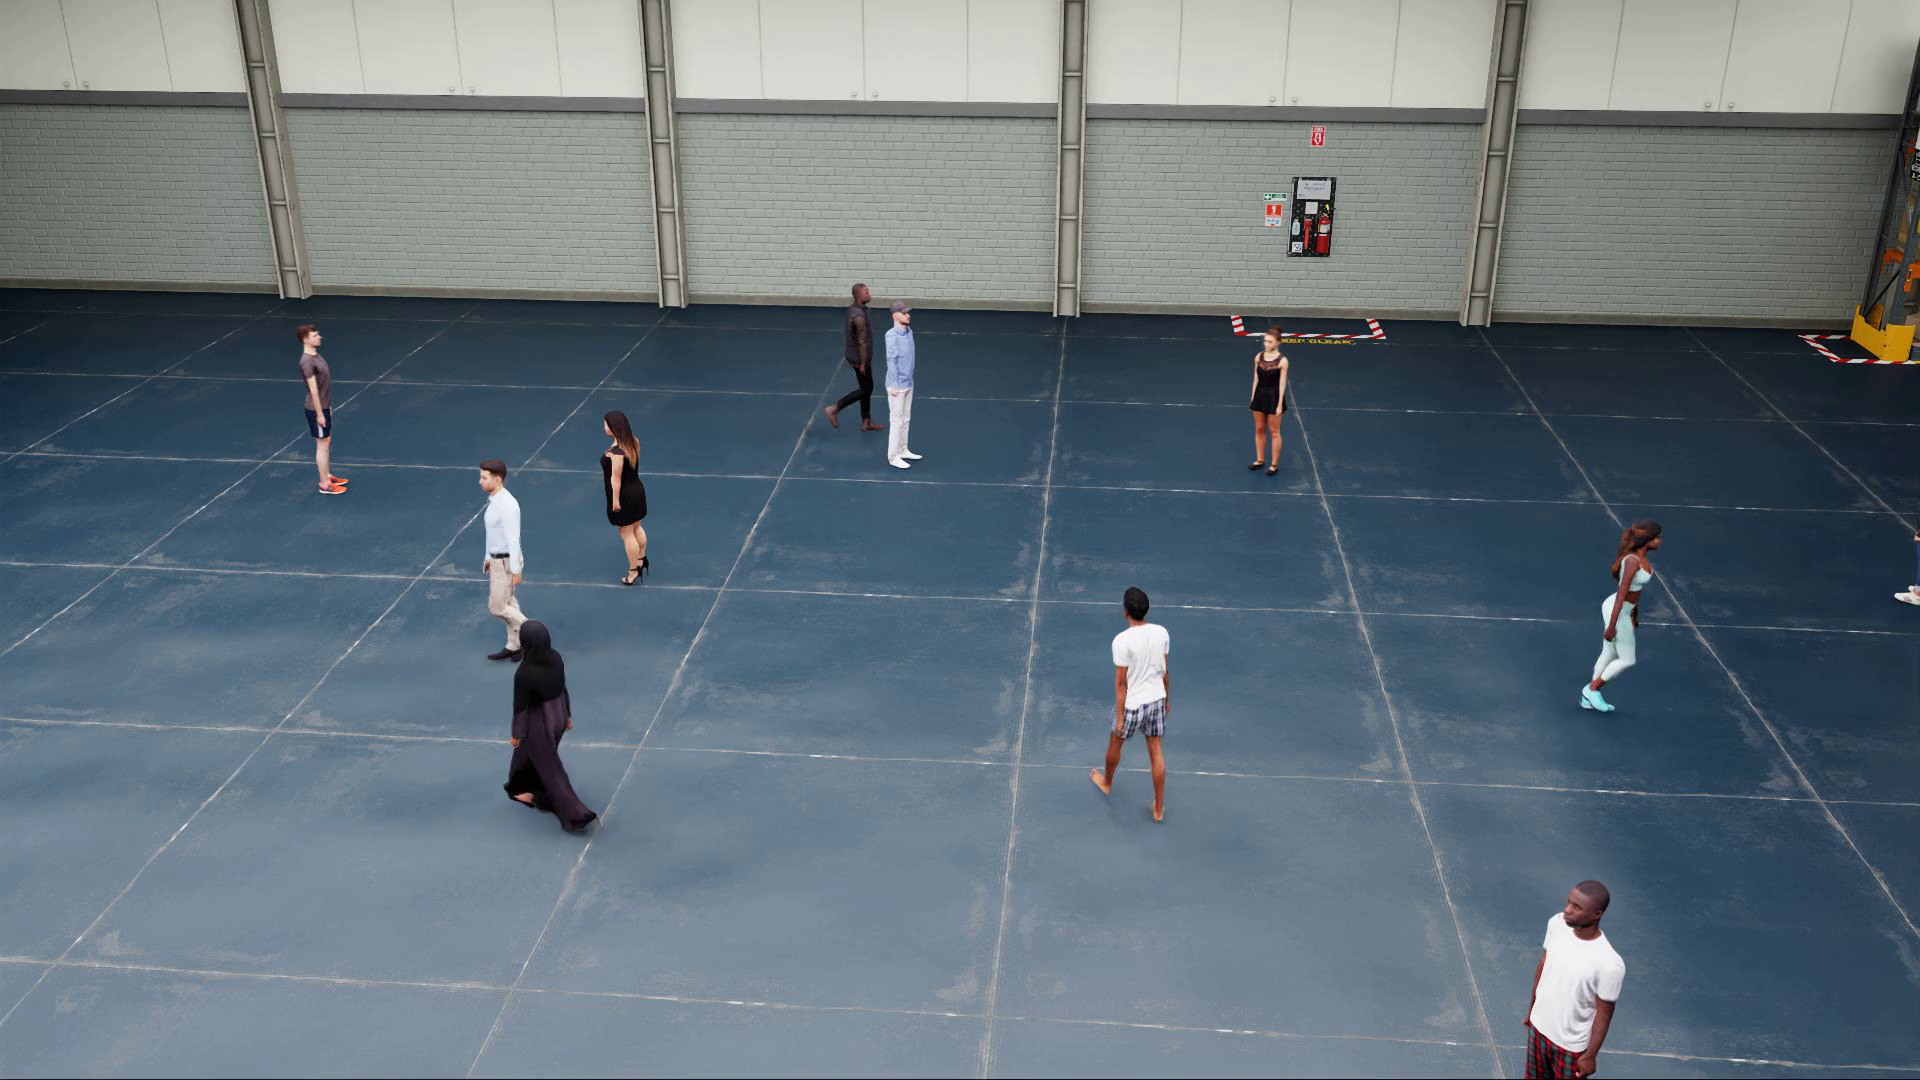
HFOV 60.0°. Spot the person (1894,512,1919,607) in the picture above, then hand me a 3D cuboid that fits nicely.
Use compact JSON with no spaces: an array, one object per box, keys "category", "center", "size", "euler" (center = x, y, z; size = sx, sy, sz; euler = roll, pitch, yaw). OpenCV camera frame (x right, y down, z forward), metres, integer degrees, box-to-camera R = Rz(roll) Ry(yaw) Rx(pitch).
[{"category":"person","center":[9.003,-0.117,15.373],"size":[0.628,1.483,0.698],"euler":[-16,28,-33]}]

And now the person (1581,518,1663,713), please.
[{"category":"person","center":[5.217,0.614,13.374],"size":[0.736,1.701,0.699],"euler":[13,26,27]}]

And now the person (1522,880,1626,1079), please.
[{"category":"person","center":[3.152,2.549,8.652],"size":[0.702,1.836,0.731],"euler":[-9,25,-20]}]

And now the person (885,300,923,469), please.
[{"category":"person","center":[-0.674,-1.778,18.762],"size":[0.707,1.888,0.728],"euler":[11,25,24]}]

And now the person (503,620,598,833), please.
[{"category":"person","center":[-2.917,1.326,11.827],"size":[1.181,1.602,0.902],"euler":[12,26,26]}]

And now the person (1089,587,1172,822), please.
[{"category":"person","center":[1.325,1.224,11.963],"size":[1.039,1.683,1.018],"euler":[-9,25,-21]}]

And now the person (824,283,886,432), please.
[{"category":"person","center":[-1.263,-2.131,19.680],"size":[1.047,1.819,0.851],"euler":[-4,23,-9]}]

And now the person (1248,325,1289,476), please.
[{"category":"person","center":[3.451,-1.570,18.538],"size":[0.671,1.680,0.745],"euler":[20,30,39]}]

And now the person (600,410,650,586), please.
[{"category":"person","center":[-3.148,-0.410,15.769],"size":[0.632,1.712,0.665],"euler":[5,24,12]}]

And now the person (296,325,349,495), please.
[{"category":"person","center":[-6.932,-1.423,17.971],"size":[0.662,1.853,0.712],"euler":[-5,24,-12]}]

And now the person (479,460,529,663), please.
[{"category":"person","center":[-3.823,0.174,14.235],"size":[0.853,1.838,0.800],"euler":[-12,26,-25]}]
